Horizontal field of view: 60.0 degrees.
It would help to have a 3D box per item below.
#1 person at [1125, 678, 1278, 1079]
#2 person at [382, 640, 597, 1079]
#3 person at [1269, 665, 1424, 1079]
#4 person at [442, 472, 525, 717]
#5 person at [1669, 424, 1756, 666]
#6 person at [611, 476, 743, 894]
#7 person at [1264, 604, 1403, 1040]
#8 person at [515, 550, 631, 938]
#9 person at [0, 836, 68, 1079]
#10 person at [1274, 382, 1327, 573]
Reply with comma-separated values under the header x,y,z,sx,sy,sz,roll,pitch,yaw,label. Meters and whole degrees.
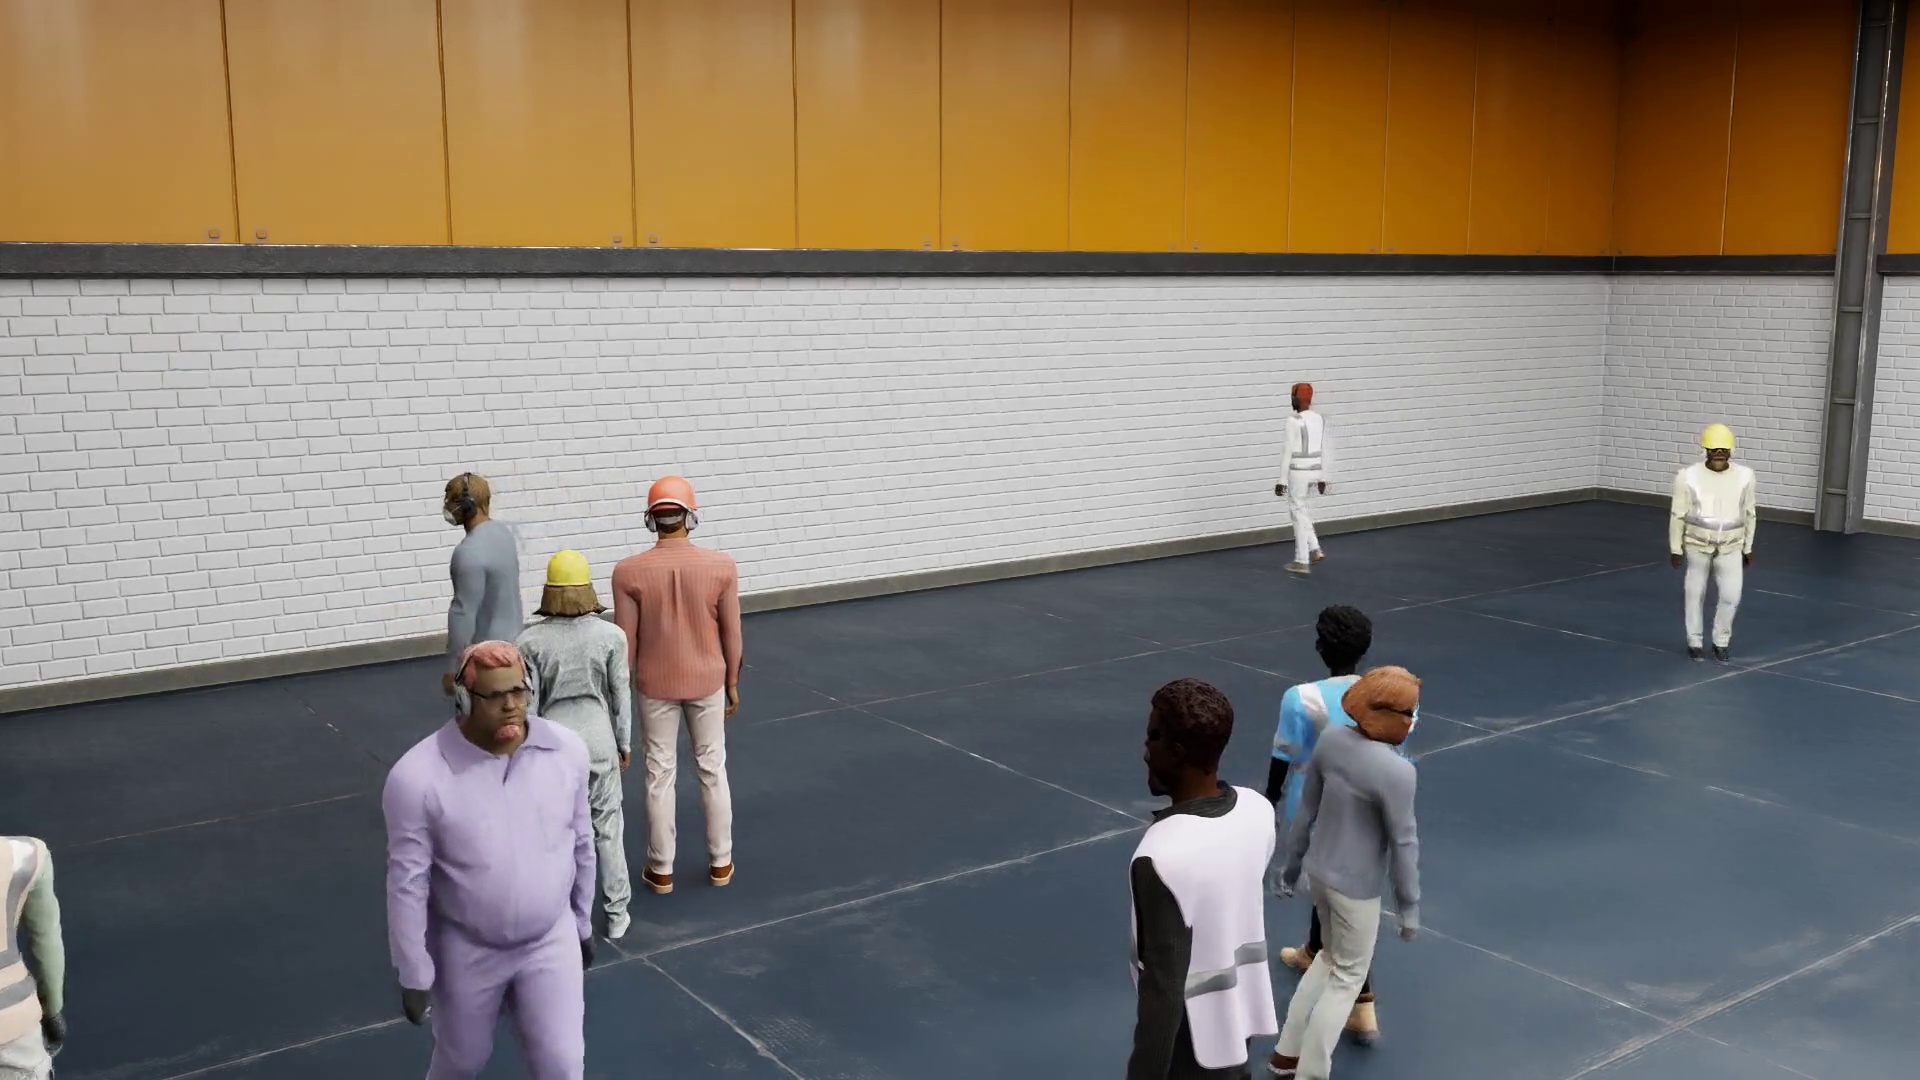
x,y,z,sx,sy,sz,roll,pitch,yaw,label
0.610,1.302,4.328,0.392,1.920,0.587,6,11,34,person
-1.438,1.202,5.124,0.658,1.872,0.936,-6,11,-33,person
1.370,1.217,5.824,0.444,1.598,0.521,-3,10,-20,person
-2.595,0.593,8.746,0.989,1.896,0.648,0,9,-2,person
5.620,0.042,12.425,0.619,1.811,0.538,2,9,12,person
-1.341,0.687,7.920,0.611,1.984,0.401,-3,10,-15,person
1.484,1.074,6.557,0.534,1.652,0.853,-4,10,-23,person
-1.692,0.906,7.315,0.492,1.740,0.325,-3,10,-19,person
-2.769,1.401,4.637,0.553,1.641,0.352,-9,13,-44,person
3.316,-0.606,16.263,0.412,1.870,0.578,9,13,44,person
